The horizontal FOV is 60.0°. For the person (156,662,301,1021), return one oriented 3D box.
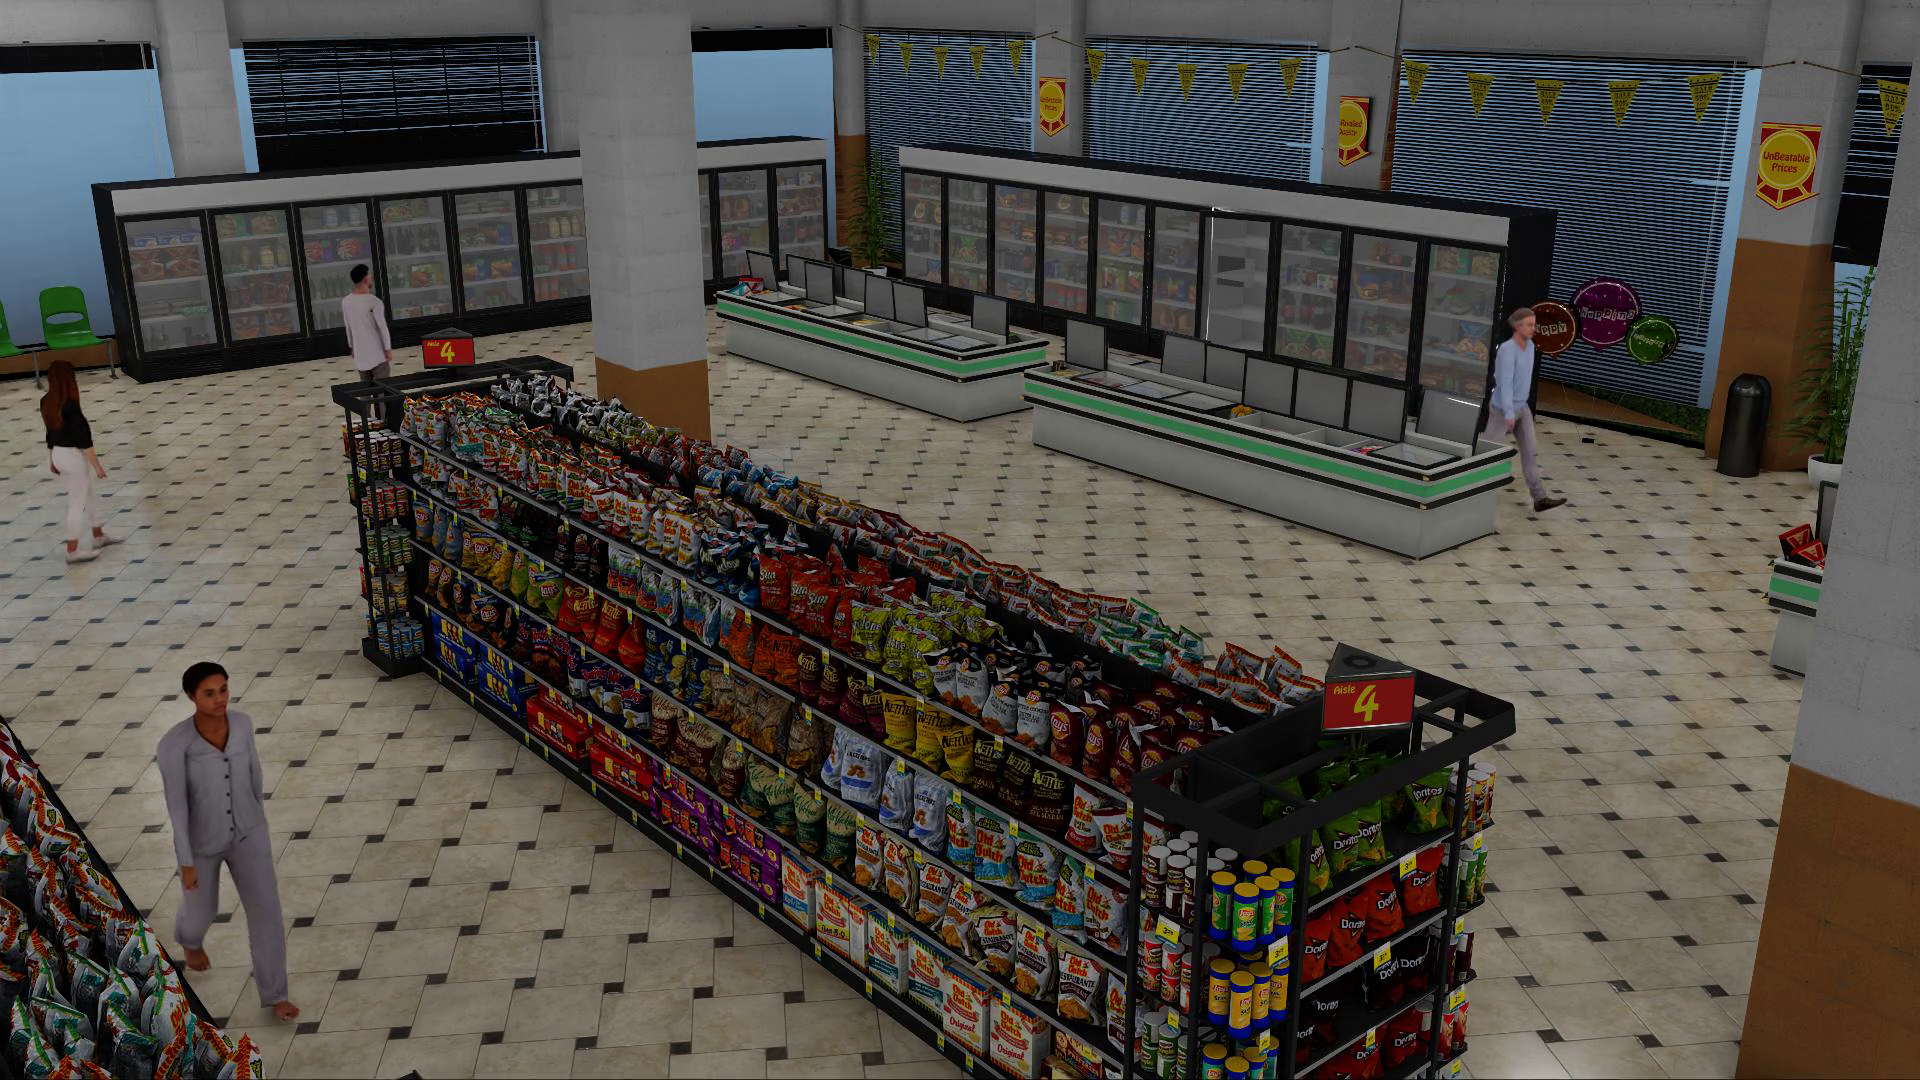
[{"bbox_3d":[-3.497,1.373,7.750,1.156,1.699,0.693,18,25,42],"label":"person"}]

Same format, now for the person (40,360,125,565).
[{"bbox_3d":[-7.383,-0.621,13.685,0.805,1.684,0.797,13,22,33],"label":"person"}]

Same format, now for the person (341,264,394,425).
[{"bbox_3d":[-6.205,-1.988,17.497,0.690,1.840,0.814,7,20,19],"label":"person"}]

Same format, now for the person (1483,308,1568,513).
[{"bbox_3d":[4.886,-1.166,15.053,0.668,1.844,1.132,-15,24,-38],"label":"person"}]
